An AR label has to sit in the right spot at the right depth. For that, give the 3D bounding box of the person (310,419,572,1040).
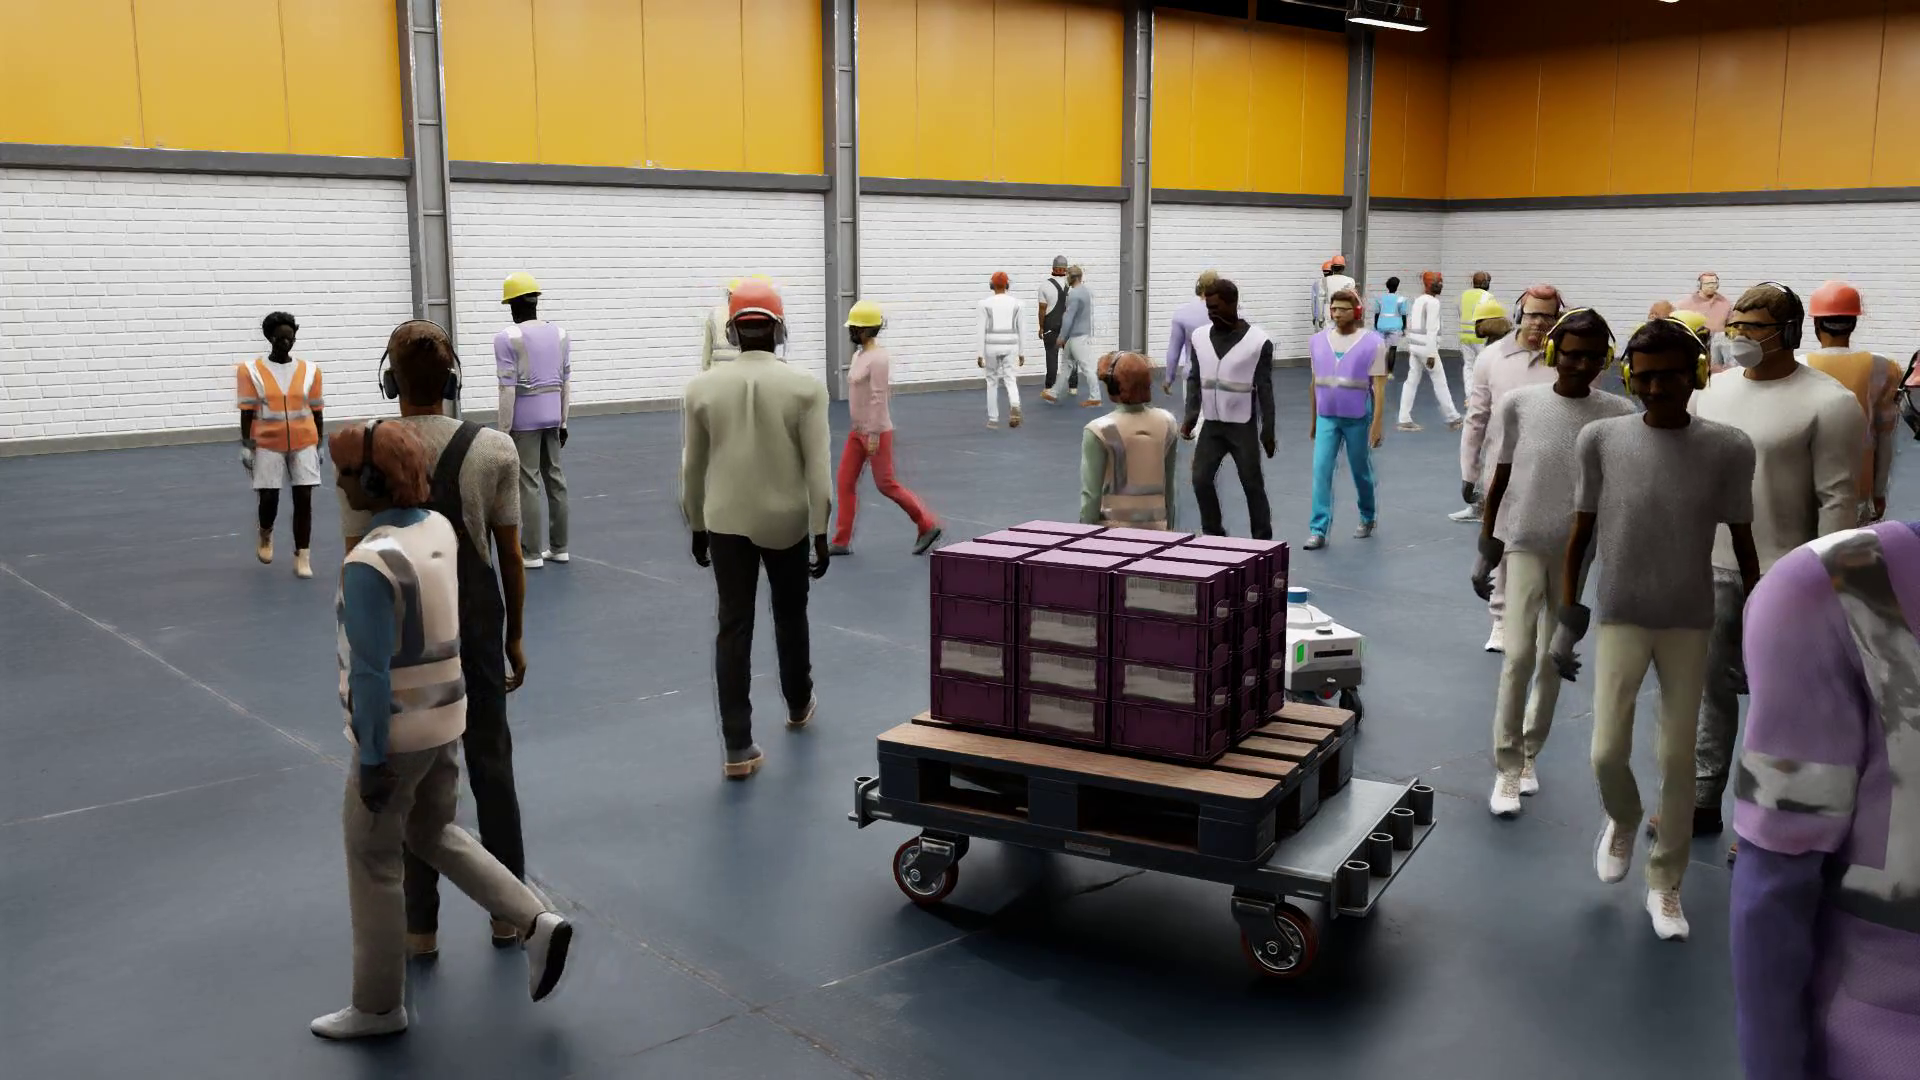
[{"bbox_3d":[-1.366,0.493,4.247,0.607,1.617,0.520,1,10,8],"label":"person"}]

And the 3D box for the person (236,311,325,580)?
[{"bbox_3d":[-4.265,-0.601,10.472,0.543,1.685,0.471,-6,11,-32],"label":"person"}]

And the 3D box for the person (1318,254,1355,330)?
[{"bbox_3d":[6.313,-3.753,27.892,0.610,2.048,0.366,4,10,20],"label":"person"}]

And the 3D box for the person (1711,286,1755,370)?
[{"bbox_3d":[5.313,-0.809,11.309,0.529,1.835,0.939,2,10,14],"label":"person"}]

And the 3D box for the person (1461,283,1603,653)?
[{"bbox_3d":[2.862,-0.346,8.405,0.677,1.884,0.434,5,11,27],"label":"person"}]

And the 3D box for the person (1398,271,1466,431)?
[{"bbox_3d":[5.507,-2.172,19.222,0.923,1.841,0.606,-2,10,-10],"label":"person"}]

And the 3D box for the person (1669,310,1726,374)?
[{"bbox_3d":[3.978,-0.387,9.127,0.571,1.718,0.892,-3,10,-15],"label":"person"}]

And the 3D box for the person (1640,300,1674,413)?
[{"bbox_3d":[6.612,-1.438,15.604,0.502,1.612,0.617,-1,10,-8],"label":"person"}]

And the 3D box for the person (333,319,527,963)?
[{"bbox_3d":[-1.505,0.294,4.787,0.506,1.846,0.350,-4,10,-22],"label":"person"}]

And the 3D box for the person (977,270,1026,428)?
[{"bbox_3d":[0.487,-2.193,19.320,0.582,1.864,0.742,-2,10,-12],"label":"person"}]

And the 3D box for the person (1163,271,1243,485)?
[{"bbox_3d":[2.147,-1.413,14.669,0.644,1.885,1.019,-1,10,-7],"label":"person"}]

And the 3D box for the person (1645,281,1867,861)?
[{"bbox_3d":[2.657,0.110,5.591,0.361,1.938,0.635,-6,11,-30],"label":"person"}]

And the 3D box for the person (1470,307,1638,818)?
[{"bbox_3d":[2.149,0.087,6.024,0.542,1.834,0.775,2,10,12],"label":"person"}]

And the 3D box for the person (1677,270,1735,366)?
[{"bbox_3d":[8.535,-2.154,19.076,0.642,1.871,0.957,0,10,0],"label":"person"}]

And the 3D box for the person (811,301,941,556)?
[{"bbox_3d":[-0.565,-0.738,11.197,0.832,1.737,0.553,-4,10,-22],"label":"person"}]

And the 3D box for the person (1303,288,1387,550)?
[{"bbox_3d":[2.723,-0.863,11.691,0.580,1.807,0.944,7,12,34],"label":"person"}]

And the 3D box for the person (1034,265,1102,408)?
[{"bbox_3d":[1.460,-2.712,22.235,0.997,1.887,0.654,3,10,15],"label":"person"}]

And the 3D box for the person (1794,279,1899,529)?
[{"bbox_3d":[4.119,-0.271,7.887,0.552,1.921,0.762,4,10,20],"label":"person"}]

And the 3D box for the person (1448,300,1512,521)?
[{"bbox_3d":[4.093,-0.952,12.541,0.628,1.689,0.490,-2,10,-10],"label":"person"}]

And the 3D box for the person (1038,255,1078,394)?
[{"bbox_3d":[1.447,-3.141,24.326,0.682,2.000,0.536,-2,10,-10],"label":"person"}]

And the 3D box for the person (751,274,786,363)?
[{"bbox_3d":[-2.244,-2.143,19.144,0.521,1.810,0.635,-3,10,-14],"label":"person"}]

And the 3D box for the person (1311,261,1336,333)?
[{"bbox_3d":[6.588,-4.043,29.909,0.547,1.939,0.376,7,12,37],"label":"person"}]

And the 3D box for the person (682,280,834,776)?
[{"bbox_3d":[-0.817,-0.079,6.741,0.632,1.928,1.049,0,10,2],"label":"person"}]

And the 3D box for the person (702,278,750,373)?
[{"bbox_3d":[-2.294,-1.716,16.696,0.686,1.801,0.407,3,10,15],"label":"person"}]

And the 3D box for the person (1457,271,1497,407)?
[{"bbox_3d":[6.893,-2.659,22.147,0.437,1.830,0.627,-6,11,-32],"label":"person"}]

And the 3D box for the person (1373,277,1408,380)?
[{"bbox_3d":[7.035,-3.450,27.175,0.550,1.680,0.375,5,11,27],"label":"person"}]

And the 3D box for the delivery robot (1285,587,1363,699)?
[{"bbox_3d":[1.480,0.453,7.360,0.477,0.478,0.707,-3,10,-16],"label":"delivery robot"}]

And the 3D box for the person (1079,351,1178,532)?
[{"bbox_3d":[0.753,-0.002,7.157,0.529,1.621,0.536,-6,11,-32],"label":"person"}]

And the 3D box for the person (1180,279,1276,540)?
[{"bbox_3d":[1.737,-0.732,10.731,0.603,1.870,0.664,8,13,40],"label":"person"}]

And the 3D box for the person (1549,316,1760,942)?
[{"bbox_3d":[2.091,0.260,4.970,0.625,1.847,0.465,3,10,18],"label":"person"}]

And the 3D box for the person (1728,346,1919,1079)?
[{"bbox_3d":[1.264,0.652,2.109,0.605,2.045,0.385,-2,10,-11],"label":"person"}]

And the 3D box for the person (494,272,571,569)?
[{"bbox_3d":[-2.778,-0.768,10.784,0.373,1.921,0.585,6,12,33],"label":"person"}]
